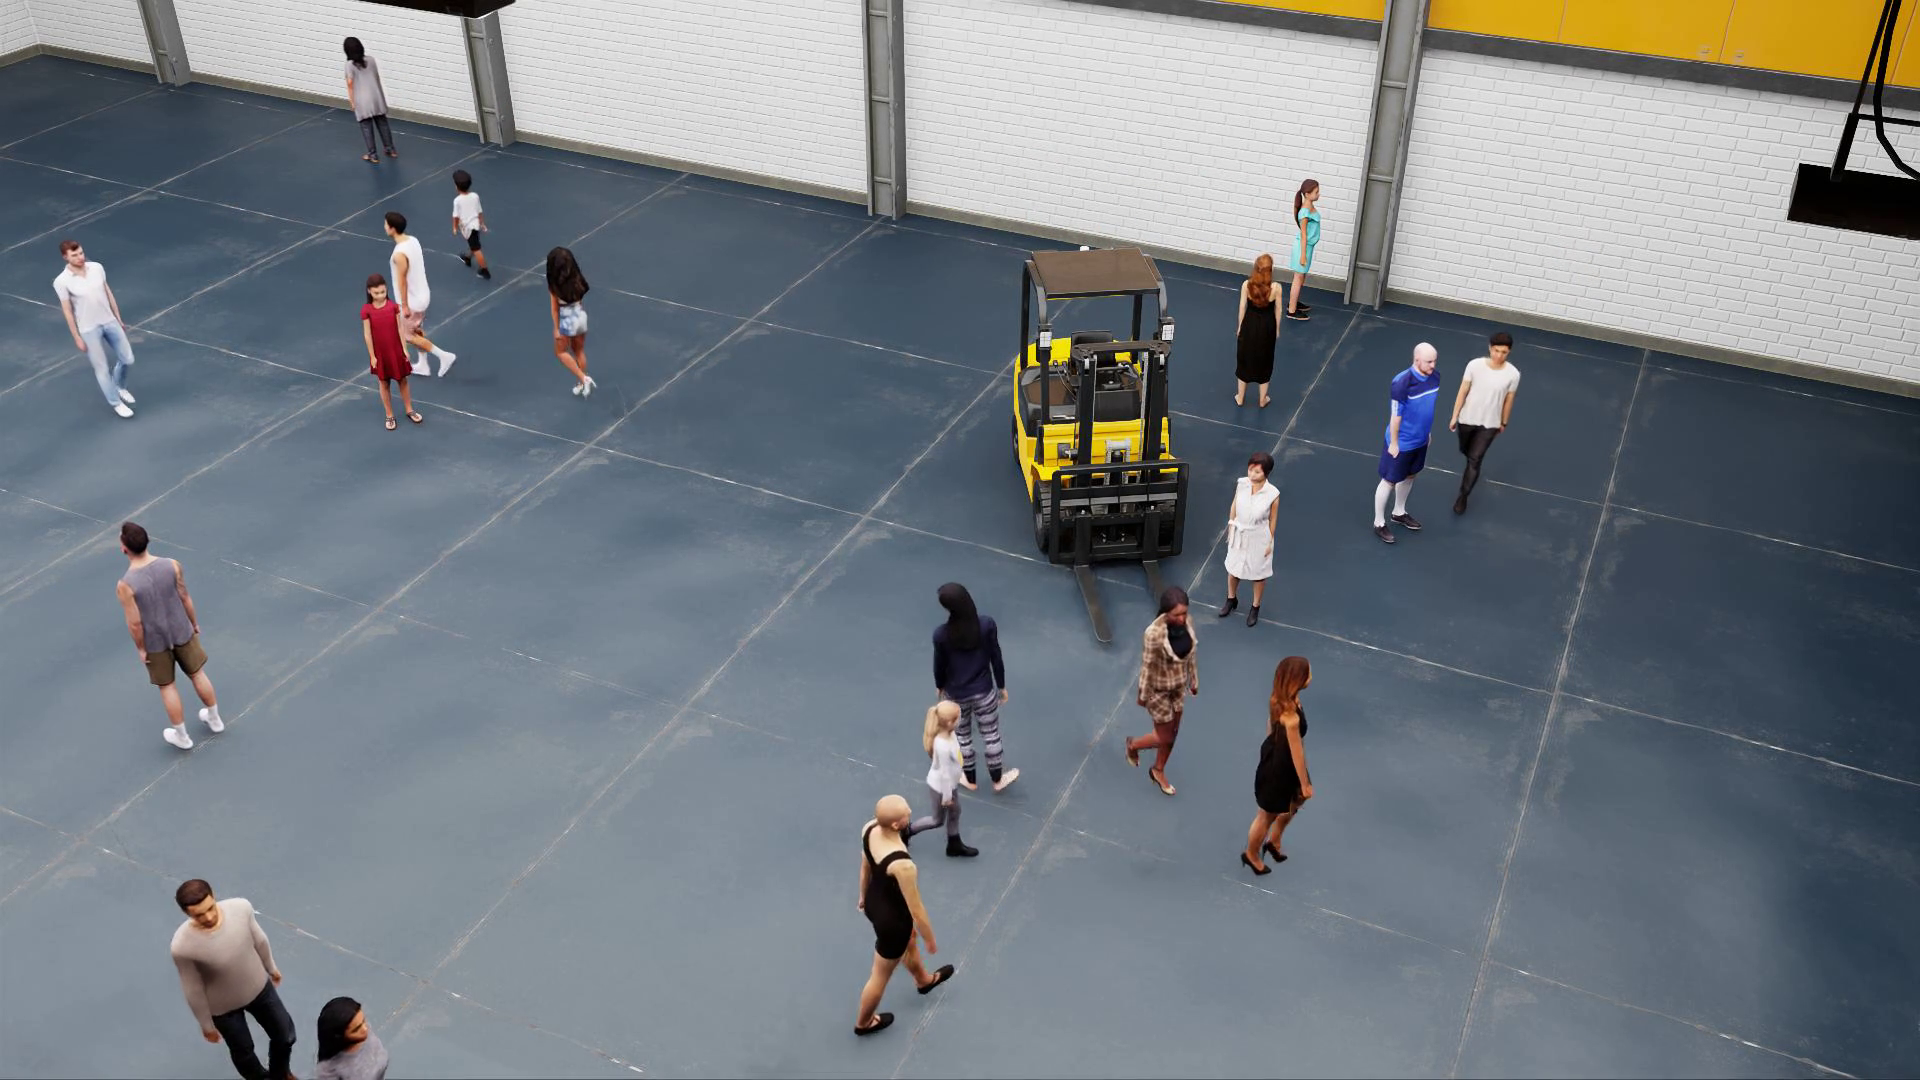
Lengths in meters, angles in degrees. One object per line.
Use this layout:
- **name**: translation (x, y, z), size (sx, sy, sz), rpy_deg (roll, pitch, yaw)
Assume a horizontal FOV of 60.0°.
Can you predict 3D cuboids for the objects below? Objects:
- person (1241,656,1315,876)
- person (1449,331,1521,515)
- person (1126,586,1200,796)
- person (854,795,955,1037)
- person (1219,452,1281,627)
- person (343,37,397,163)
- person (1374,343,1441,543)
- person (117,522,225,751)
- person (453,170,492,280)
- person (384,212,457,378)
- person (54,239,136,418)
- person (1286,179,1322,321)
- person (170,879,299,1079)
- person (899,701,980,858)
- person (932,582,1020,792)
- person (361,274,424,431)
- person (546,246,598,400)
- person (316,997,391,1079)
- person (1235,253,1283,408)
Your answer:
- **person**: translation (1.972, 1.501, 10.712), size (0.723, 1.825, 0.680), rpy_deg (2, 34, 3)
- **person**: translation (4.637, -1.118, 14.774), size (1.025, 1.690, 0.735), rpy_deg (19, 38, 26)
- **person**: translation (1.354, 1.007, 11.494), size (0.738, 1.782, 0.823), rpy_deg (-27, 42, -34)
- **person**: translation (-0.488, 2.220, 9.665), size (1.072, 1.787, 1.057), rpy_deg (-17, 37, -24)
- **person**: translation (2.320, -0.027, 13.253), size (0.489, 1.556, 0.638), rpy_deg (19, 38, 26)
- **person**: translation (-7.814, -5.826, 21.940), size (0.761, 1.598, 0.727), rpy_deg (26, 42, 33)
- **person**: translation (3.840, -0.873, 14.270), size (0.758, 1.839, 0.751), rpy_deg (-22, 39, -29)
- **person**: translation (-5.655, 0.672, 11.833), size (0.645, 1.841, 0.674), rpy_deg (24, 41, 32)
- **person**: translation (-5.519, -3.544, 18.845), size (0.913, 1.223, 0.653), rpy_deg (26, 41, 33)
- **person**: translation (-5.414, -2.418, 16.654), size (0.952, 1.773, 0.821), rpy_deg (2, 34, 3)
- **person**: translation (-8.379, -2.068, 16.066), size (0.745, 1.843, 0.746), rpy_deg (22, 39, 29)
- **person**: translation (3.712, -3.154, 17.956), size (0.585, 1.558, 0.584), rpy_deg (8, 35, 13)
- **person**: translation (-4.051, 2.482, 9.215), size (0.682, 1.849, 0.738), rpy_deg (24, 40, 31)
- **person**: translation (-0.177, 1.619, 11.047), size (0.877, 1.258, 0.648), rpy_deg (5, 34, 8)
- **person**: translation (0.112, 1.053, 11.506), size (0.758, 1.692, 0.895), rpy_deg (2, 34, 3)
- **person**: translation (-5.498, -1.836, 15.975), size (0.666, 1.556, 0.726), rpy_deg (-20, 38, -27)
- **person**: translation (-3.766, -2.079, 16.289), size (0.686, 1.613, 0.621), rpy_deg (21, 39, 28)
- **person**: translation (-3.149, 2.987, 8.556), size (1.098, 1.738, 0.626), rpy_deg (12, 36, 18)
- **person**: translation (2.908, -2.049, 16.233), size (0.577, 1.625, 0.677), rpy_deg (6, 34, 9)
